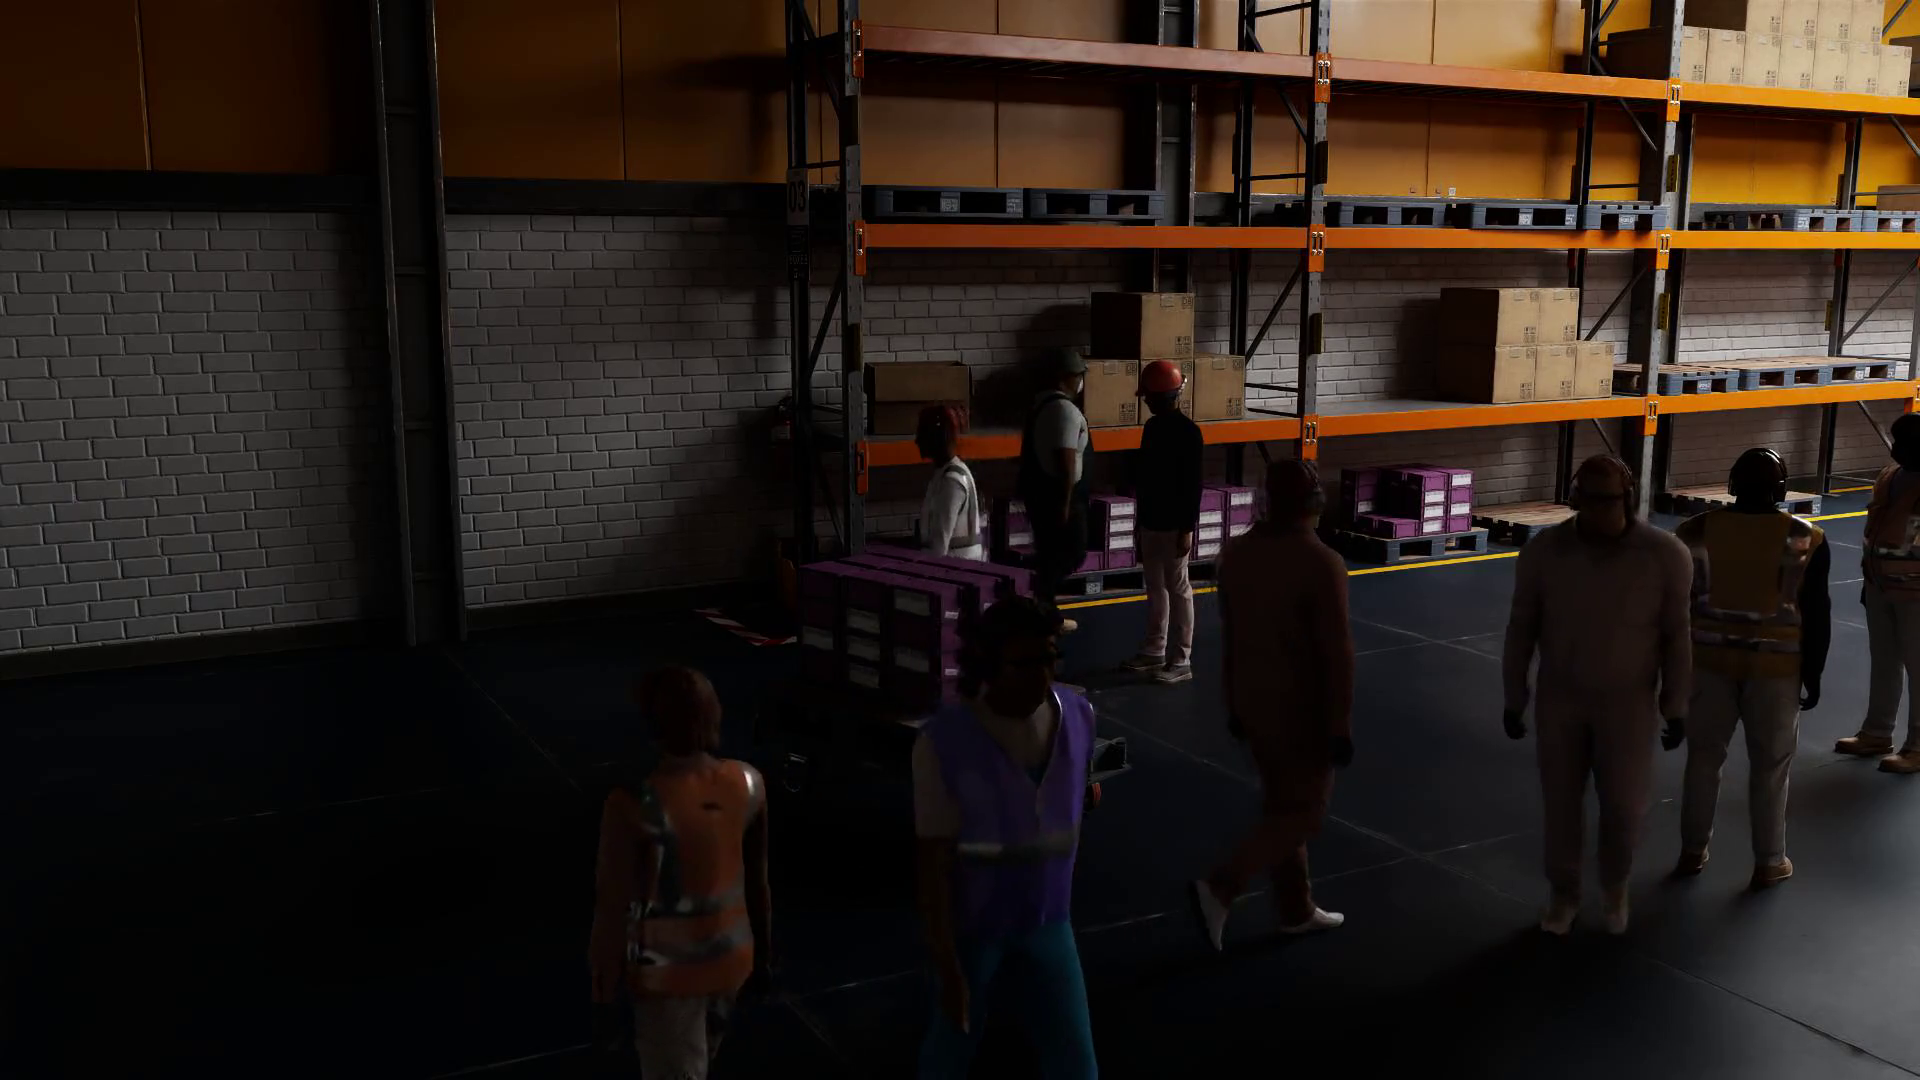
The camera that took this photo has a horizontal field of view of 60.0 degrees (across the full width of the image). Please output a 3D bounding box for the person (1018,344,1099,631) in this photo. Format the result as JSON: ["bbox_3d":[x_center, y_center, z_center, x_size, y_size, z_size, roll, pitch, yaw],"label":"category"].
[{"bbox_3d":[0.649,-0.338,11.391,0.617,2.000,0.701,-4,11,-21],"label":"person"}]

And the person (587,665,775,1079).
[{"bbox_3d":[-0.643,1.126,4.207,0.746,1.604,0.548,9,13,41],"label":"person"}]

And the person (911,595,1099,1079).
[{"bbox_3d":[0.159,1.025,4.274,0.580,1.781,0.976,-6,12,-33],"label":"person"}]

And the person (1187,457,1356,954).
[{"bbox_3d":[1.178,0.633,6.241,0.702,1.885,0.660,-5,11,-27],"label":"person"}]

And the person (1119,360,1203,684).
[{"bbox_3d":[1.249,-0.113,10.253,0.393,1.985,0.611,-5,11,-24],"label":"person"}]

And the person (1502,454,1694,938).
[{"bbox_3d":[2.403,0.613,6.338,0.680,1.887,0.442,5,11,28],"label":"person"}]

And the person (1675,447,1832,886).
[{"bbox_3d":[3.294,0.527,6.982,0.627,1.844,0.429,7,12,33],"label":"person"}]

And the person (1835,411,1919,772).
[{"bbox_3d":[4.844,0.259,8.527,0.429,1.842,0.633,-1,10,-8],"label":"person"}]

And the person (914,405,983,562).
[{"bbox_3d":[-0.179,0.231,8.652,0.781,1.860,0.582,-1,10,-5],"label":"person"}]
